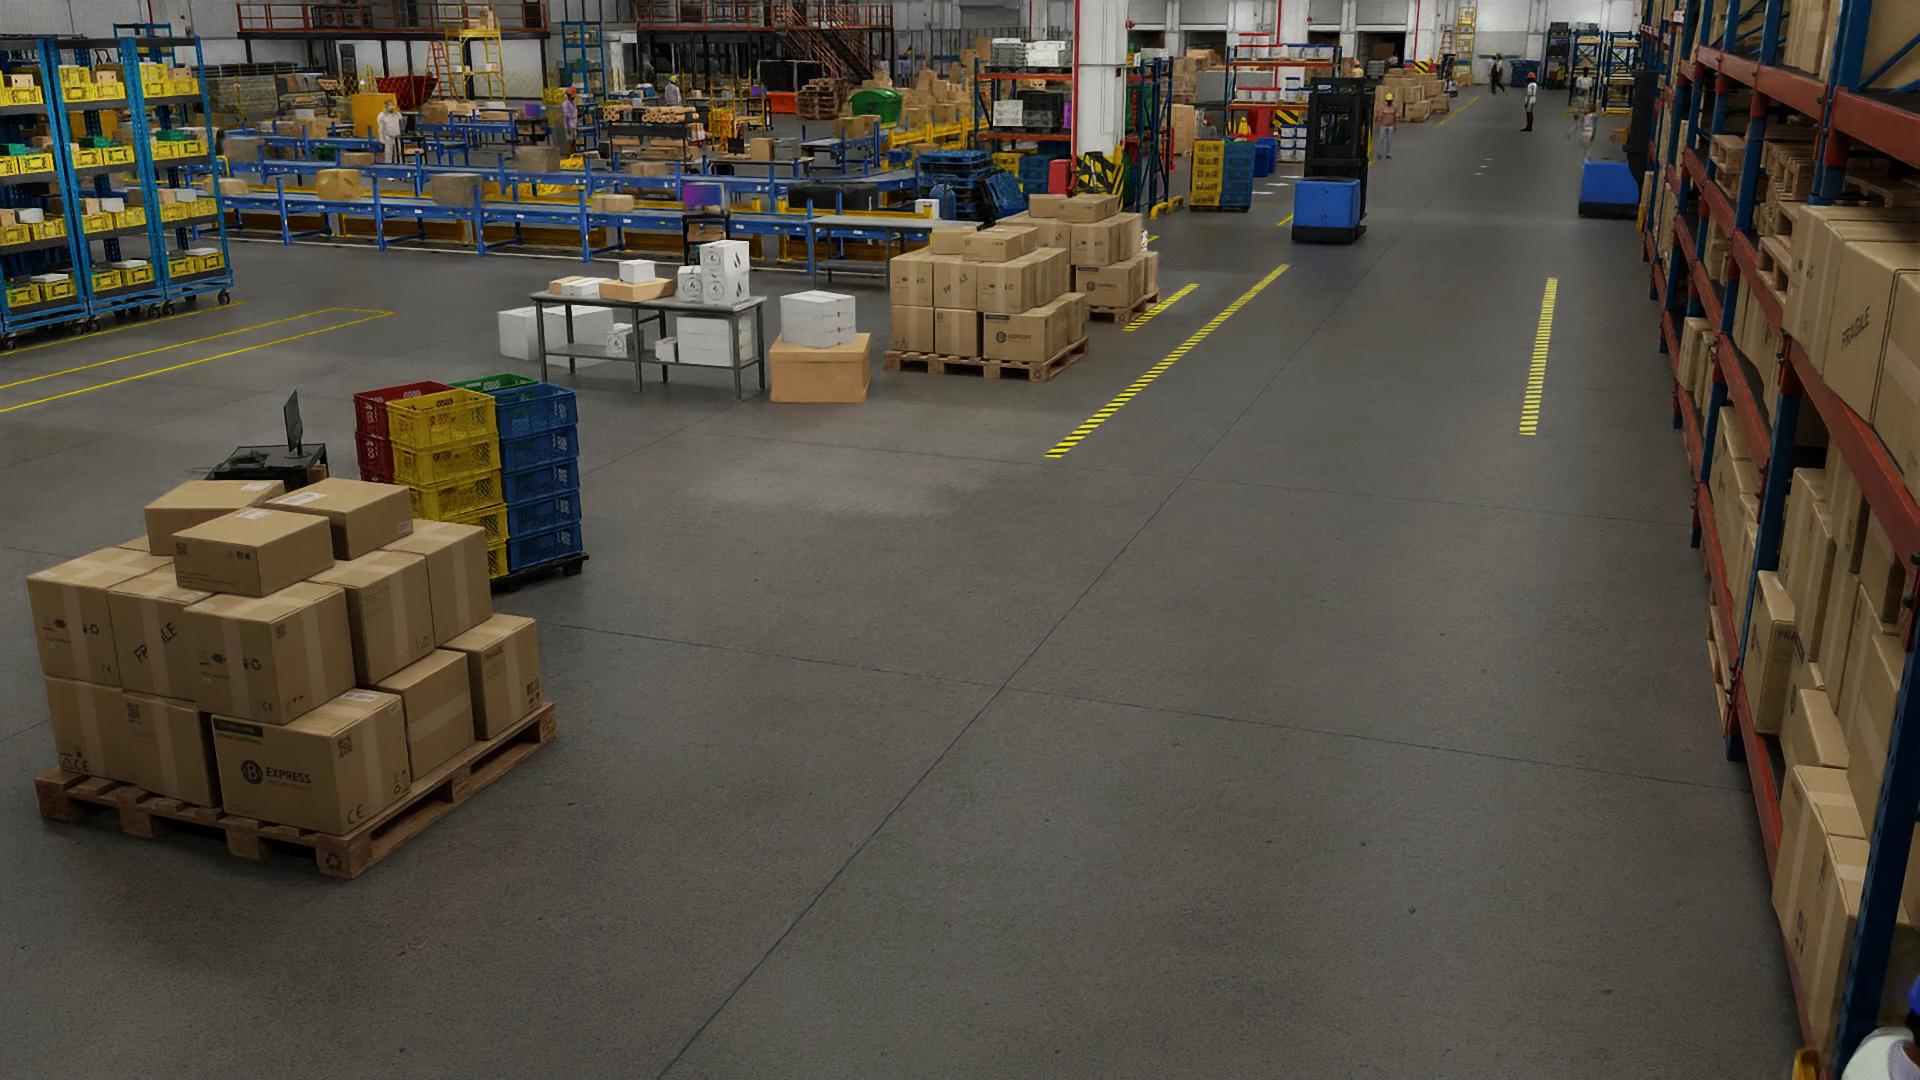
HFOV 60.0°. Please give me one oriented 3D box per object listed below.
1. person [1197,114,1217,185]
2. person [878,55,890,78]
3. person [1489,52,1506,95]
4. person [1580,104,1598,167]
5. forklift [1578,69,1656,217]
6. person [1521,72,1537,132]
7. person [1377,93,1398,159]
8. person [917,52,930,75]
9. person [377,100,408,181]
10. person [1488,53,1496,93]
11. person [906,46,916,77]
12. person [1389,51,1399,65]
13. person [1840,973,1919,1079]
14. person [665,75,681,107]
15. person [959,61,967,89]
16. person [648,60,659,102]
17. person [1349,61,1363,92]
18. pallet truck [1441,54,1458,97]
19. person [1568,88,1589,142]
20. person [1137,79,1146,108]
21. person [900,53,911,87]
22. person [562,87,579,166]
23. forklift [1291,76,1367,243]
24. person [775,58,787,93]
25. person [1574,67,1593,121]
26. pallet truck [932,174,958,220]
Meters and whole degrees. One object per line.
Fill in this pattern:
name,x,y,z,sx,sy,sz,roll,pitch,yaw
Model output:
person,5.780,-9.111,38.810,0.270,1.631,0.507,-11,21,-30
person,-3.803,-23.112,82.494,0.604,1.827,1.002,11,21,30
person,25.890,-22.431,79.997,0.704,2.000,0.692,0,18,-1
person,16.336,-10.498,43.204,0.402,1.605,0.620,-6,19,-17
forklift,13.219,-7.740,32.475,1.873,2.768,1.129,6,19,18
person,19.197,-14.764,56.073,0.361,1.939,0.543,14,22,37
person,11.707,-11.331,45.566,0.528,1.767,0.330,0,18,1
person,-1.831,-23.133,82.360,0.607,1.933,1.052,2,18,6
person,-13.590,-9.579,39.856,0.402,1.899,0.630,17,24,42
person,26.539,-23.217,82.664,0.502,1.913,0.623,-6,19,-18
person,-3.000,-29.218,101.650,0.630,1.840,0.429,-7,19,-20
person,23.346,-25.340,89.467,0.502,1.847,0.564,-17,24,-42
person,2.116,1.810,4.045,0.669,1.920,0.627,9,20,26
person,-9.675,-14.769,56.267,0.595,1.828,0.403,9,20,27
person,0.174,-21.116,76.434,0.920,1.692,0.505,-10,20,-29
person,-13.698,-20.560,74.469,0.699,1.819,0.527,-10,20,-29
person,16.612,-19.122,69.804,0.544,1.919,0.434,-6,19,-18
pallet truck,22.765,-21.886,78.355,0.823,1.965,1.885,-4,18,-14
person,19.270,-13.195,51.654,0.539,1.618,0.517,-13,22,-36
person,6.348,-15.295,57.781,0.664,1.918,0.553,5,18,16
person,-2.740,-23.568,83.810,0.570,1.884,0.971,1,18,4
person,-10.138,-10.812,43.503,0.394,2.034,0.605,3,18,8
forklift,6.598,-6.755,29.381,1.129,2.768,1.873,6,19,19
person,-8.236,-21.261,76.616,1.015,1.872,0.611,-11,21,-31
person,22.947,-16.407,61.225,0.606,1.950,0.386,1,18,4
pallet truck,-0.507,-5.292,27.348,0.653,1.274,1.630,6,19,19
